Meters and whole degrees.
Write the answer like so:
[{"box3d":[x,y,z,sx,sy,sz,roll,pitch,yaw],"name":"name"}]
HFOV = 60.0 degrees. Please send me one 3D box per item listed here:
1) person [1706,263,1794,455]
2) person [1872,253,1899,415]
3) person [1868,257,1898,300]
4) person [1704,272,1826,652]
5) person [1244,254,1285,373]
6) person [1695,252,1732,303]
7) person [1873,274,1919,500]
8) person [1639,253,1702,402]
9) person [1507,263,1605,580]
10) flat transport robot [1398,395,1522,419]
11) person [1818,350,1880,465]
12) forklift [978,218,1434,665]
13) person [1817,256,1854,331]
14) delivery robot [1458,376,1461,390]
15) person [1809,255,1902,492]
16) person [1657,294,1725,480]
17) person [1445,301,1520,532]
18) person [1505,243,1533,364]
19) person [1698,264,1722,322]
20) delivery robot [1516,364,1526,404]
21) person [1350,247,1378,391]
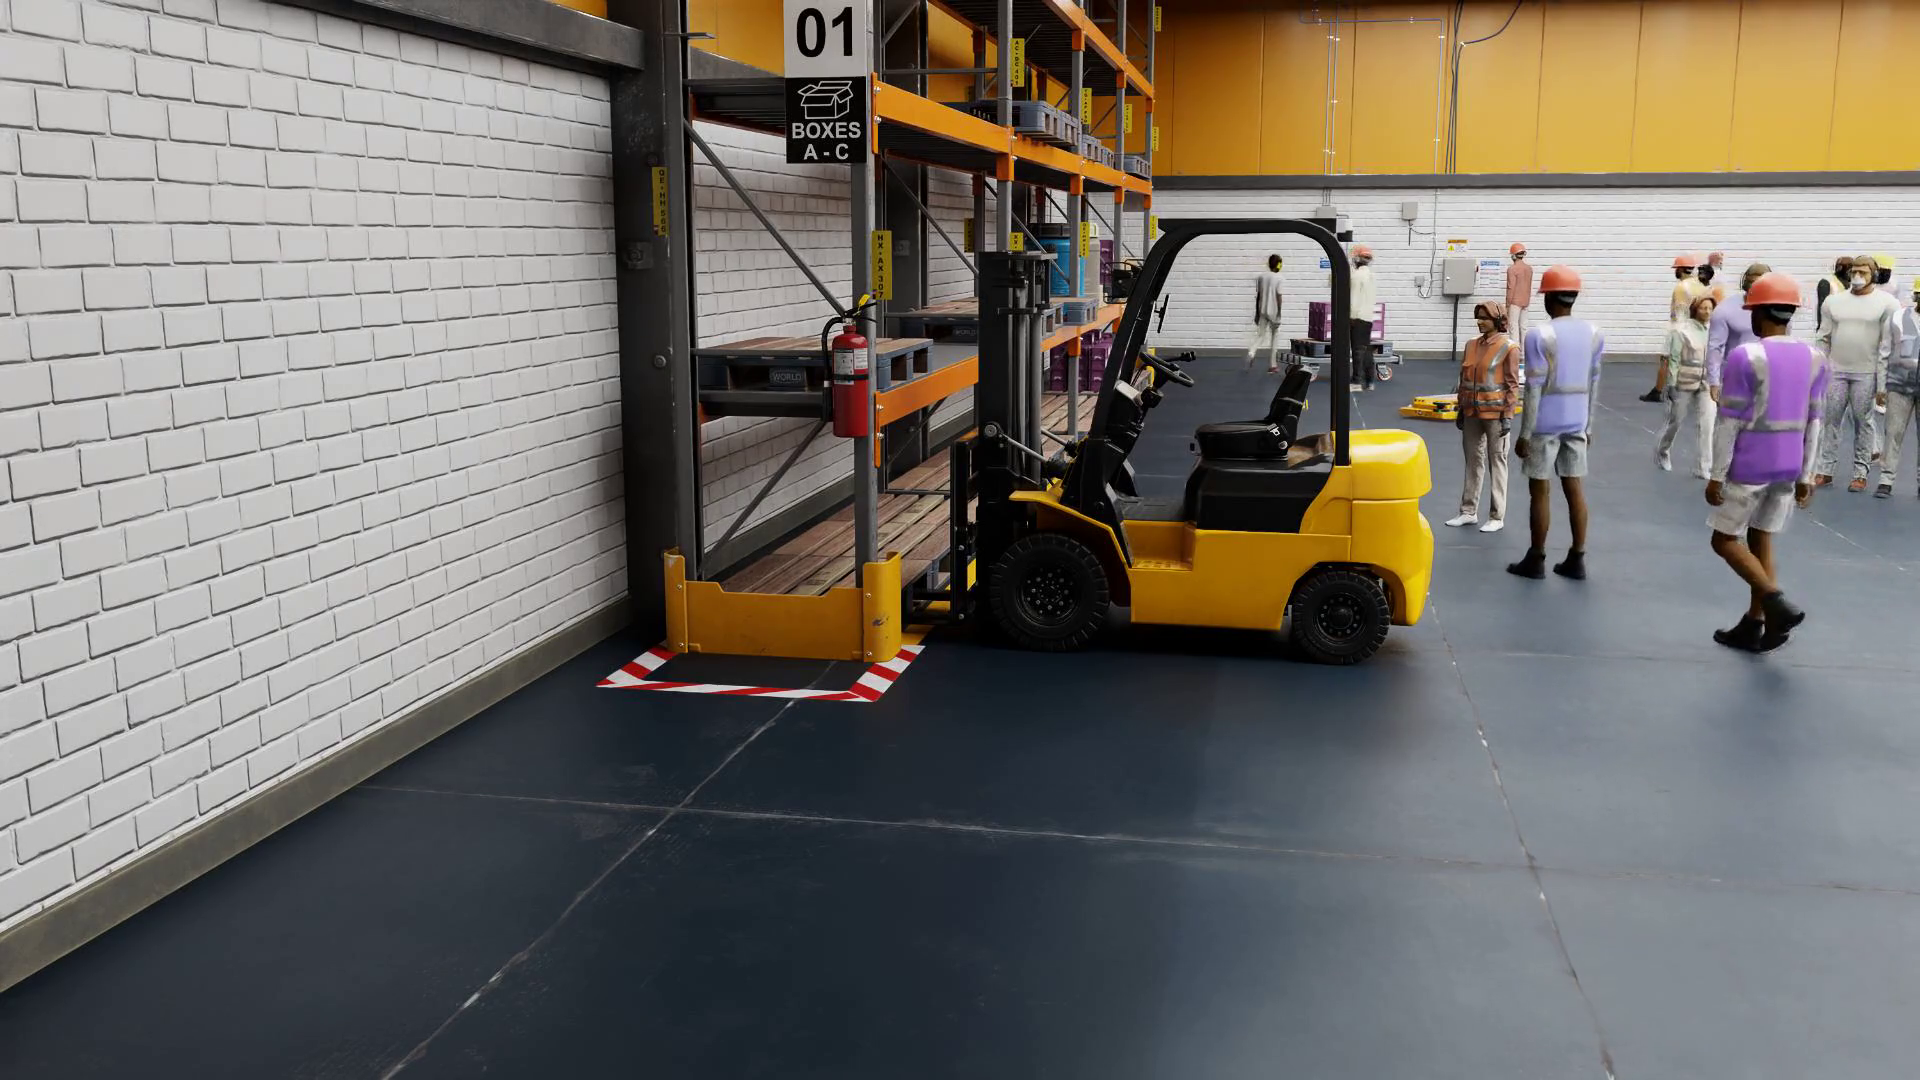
[{"box3d":[6.249,-1.244,13.189,0.657,1.874,1.043,2,11,12],"name":"person"},{"box3d":[10.743,-2.410,19.545,0.595,1.900,0.742,-1,10,-3],"name":"person"},{"box3d":[13.069,-3.130,23.771,0.751,1.803,0.469,2,11,12],"name":"person"},{"box3d":[4.013,-0.355,8.223,0.556,1.919,0.577,-3,11,-16],"name":"person"},{"box3d":[4.685,-3.456,25.467,0.545,1.836,0.790,10,14,43],"name":"person"},{"box3d":[11.491,-3.474,25.473,0.956,1.870,0.645,-2,10,-9],"name":"person"},{"box3d":[7.619,-1.226,13.245,0.598,1.828,0.404,6,12,30],"name":"person"},{"box3d":[9.082,-2.631,20.792,0.546,1.898,0.998,-7,13,-35],"name":"person"},{"box3d":[3.634,-0.718,10.175,0.551,1.935,0.371,-3,11,-18],"name":"person"},{"box3d":[5.869,-1.575,19.433,1.431,0.197,0.652,-7,12,-33],"name":"flat transport robot"},{"box3d":[8.061,-1.463,15.193,0.839,1.593,0.511,0,10,2],"name":"person"},{"box3d":[1.285,-0.567,8.635,2.313,2.155,1.214,2,11,11],"name":"forklift"},{"box3d":[12.111,-3.005,22.990,0.646,1.829,0.582,-2,11,-13],"name":"person"},{"box3d":[6.395,-1.940,20.401,0.477,0.478,0.707,8,13,37],"name":"delivery robot"},{"box3d":[7.369,-1.369,13.730,0.372,1.940,0.631,-10,14,-43],"name":"person"},{"box3d":[6.426,-1.362,14.606,0.518,1.609,0.811,0,10,-1],"name":"person"},{"box3d":[3.752,-0.879,11.865,0.308,1.641,0.511,-6,12,-30],"name":"person"},{"box3d":[9.139,-3.875,27.322,0.613,1.991,0.392,-8,13,-36],"name":"person"},{"box3d":[10.747,-3.137,24.085,0.316,1.696,0.541,-5,11,-25],"name":"person"},{"box3d":[6.779,-1.881,20.079,0.477,0.478,0.707,5,11,25],"name":"delivery robot"},{"box3d":[5.439,-3.004,22.691,0.399,1.950,0.726,9,14,42],"name":"person"}]
